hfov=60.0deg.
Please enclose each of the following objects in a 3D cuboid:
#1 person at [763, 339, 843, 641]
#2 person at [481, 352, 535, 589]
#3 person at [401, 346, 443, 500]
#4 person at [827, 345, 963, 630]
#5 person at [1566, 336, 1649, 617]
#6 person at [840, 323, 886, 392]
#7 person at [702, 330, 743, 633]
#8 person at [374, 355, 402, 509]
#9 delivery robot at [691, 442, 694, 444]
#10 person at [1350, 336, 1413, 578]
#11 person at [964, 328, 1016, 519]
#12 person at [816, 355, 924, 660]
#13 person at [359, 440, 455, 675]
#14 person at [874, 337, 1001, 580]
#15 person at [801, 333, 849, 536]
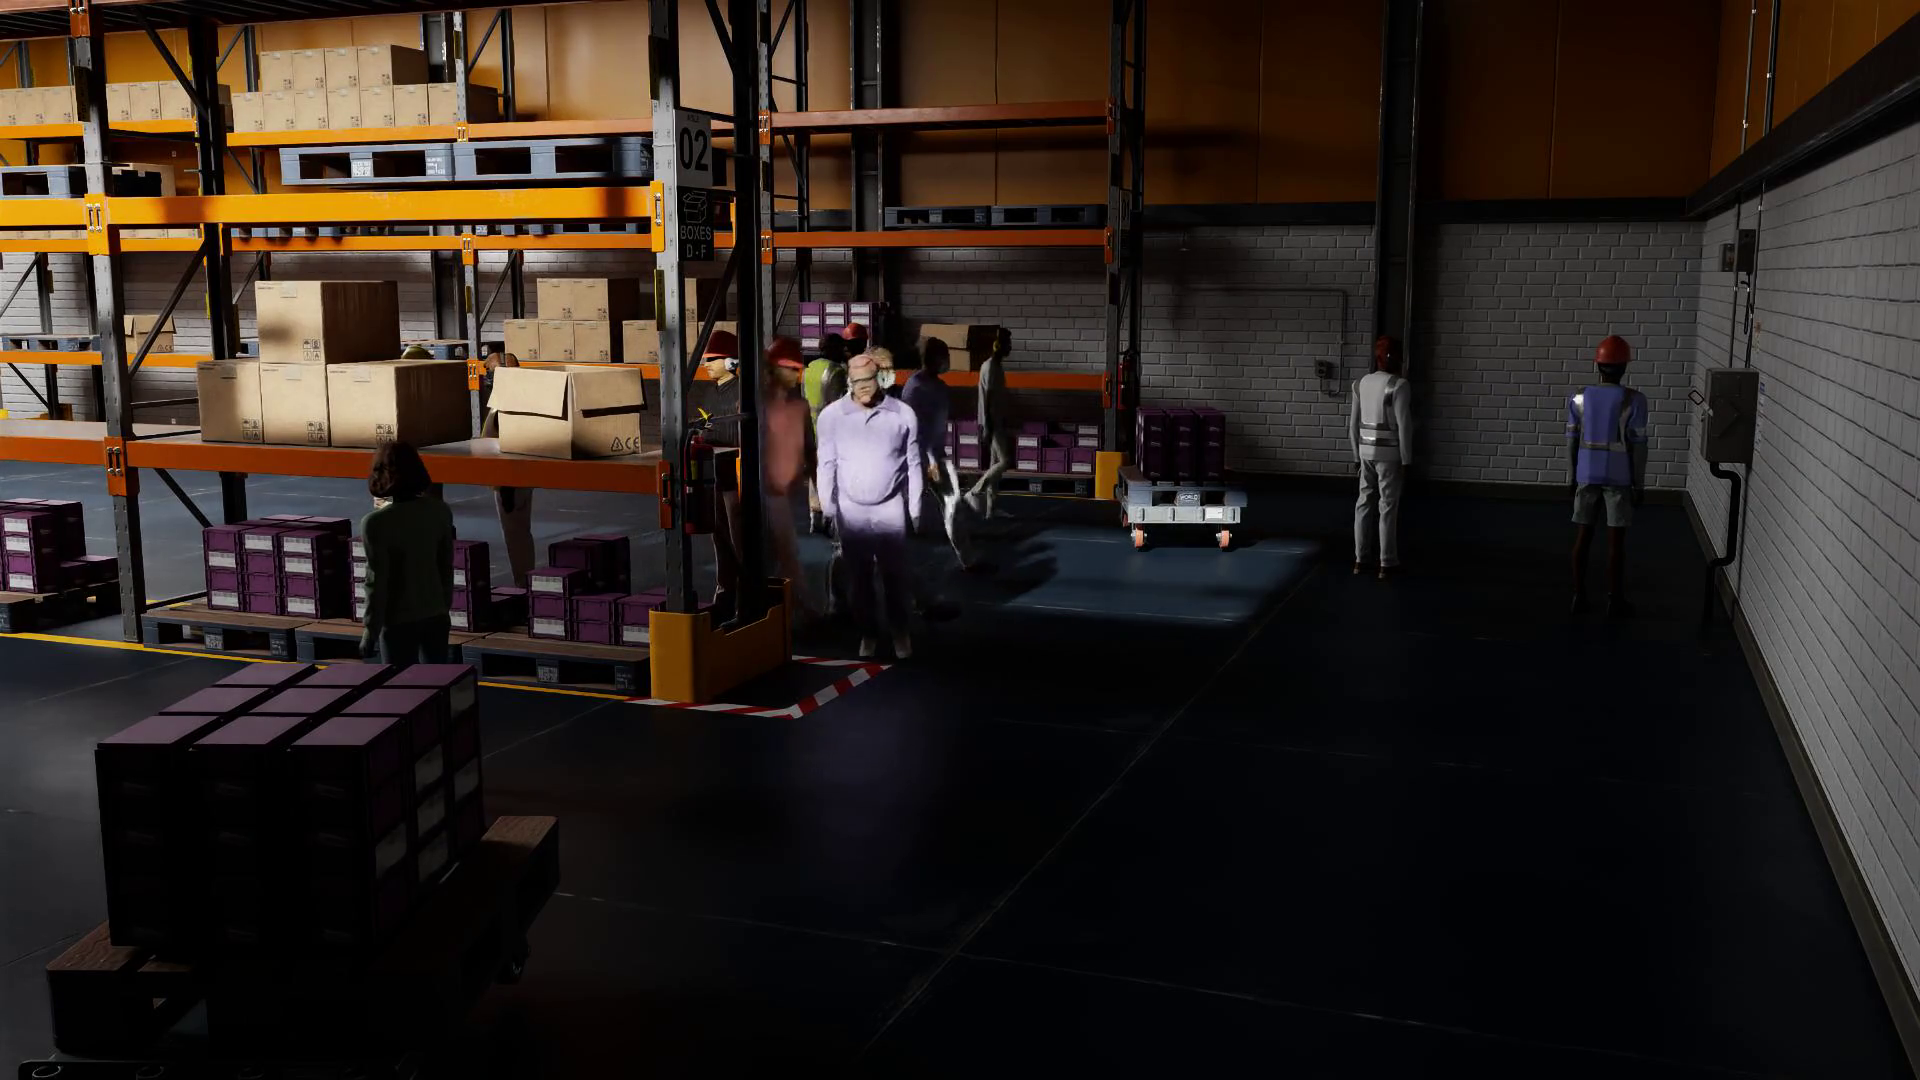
[{"bbox_3d":[-1.118,-0.339,10.900,0.926,1.943,0.625,5,10,30],"label":"person"},{"bbox_3d":[-3.128,-0.387,11.559,0.430,1.836,0.618,-1,9,-9],"label":"person"},{"bbox_3d":[-4.035,-0.538,12.487,0.404,1.832,0.600,-1,9,-7],"label":"person"},{"bbox_3d":[-0.477,-0.315,10.887,0.982,1.887,0.638,5,10,27],"label":"person"},{"bbox_3d":[4.473,-0.436,11.503,0.552,1.942,0.342,8,12,41],"label":"person"},{"bbox_3d":[-0.919,-1.011,15.163,0.543,1.927,0.384,-8,12,-42],"label":"person"},{"bbox_3d":[-1.542,-0.388,11.038,0.381,1.994,0.617,-7,12,-39],"label":"person"},{"bbox_3d":[-5.779,-1.242,16.878,0.429,1.845,0.621,4,10,25],"label":"person"},{"bbox_3d":[-2.866,-0.821,17.971,0.477,0.478,0.707,4,10,24],"label":"delivery robot"},{"bbox_3d":[3.301,-0.645,12.995,0.354,1.886,0.572,-6,11,-33],"label":"person"},{"bbox_3d":[0.339,-1.106,15.982,0.428,1.854,0.563,2,9,10],"label":"person"},{"bbox_3d":[-0.547,-0.185,10.149,0.655,1.877,0.601,0,9,-1],"label":"person"},{"bbox_3d":[-2.450,0.372,7.396,0.280,1.633,0.499,5,10,28],"label":"person"},{"bbox_3d":[-0.228,-0.614,12.835,1.035,1.888,0.636,5,10,28],"label":"person"},{"bbox_3d":[-1.172,-0.956,15.095,0.429,1.839,0.633,-7,12,-38],"label":"person"}]
